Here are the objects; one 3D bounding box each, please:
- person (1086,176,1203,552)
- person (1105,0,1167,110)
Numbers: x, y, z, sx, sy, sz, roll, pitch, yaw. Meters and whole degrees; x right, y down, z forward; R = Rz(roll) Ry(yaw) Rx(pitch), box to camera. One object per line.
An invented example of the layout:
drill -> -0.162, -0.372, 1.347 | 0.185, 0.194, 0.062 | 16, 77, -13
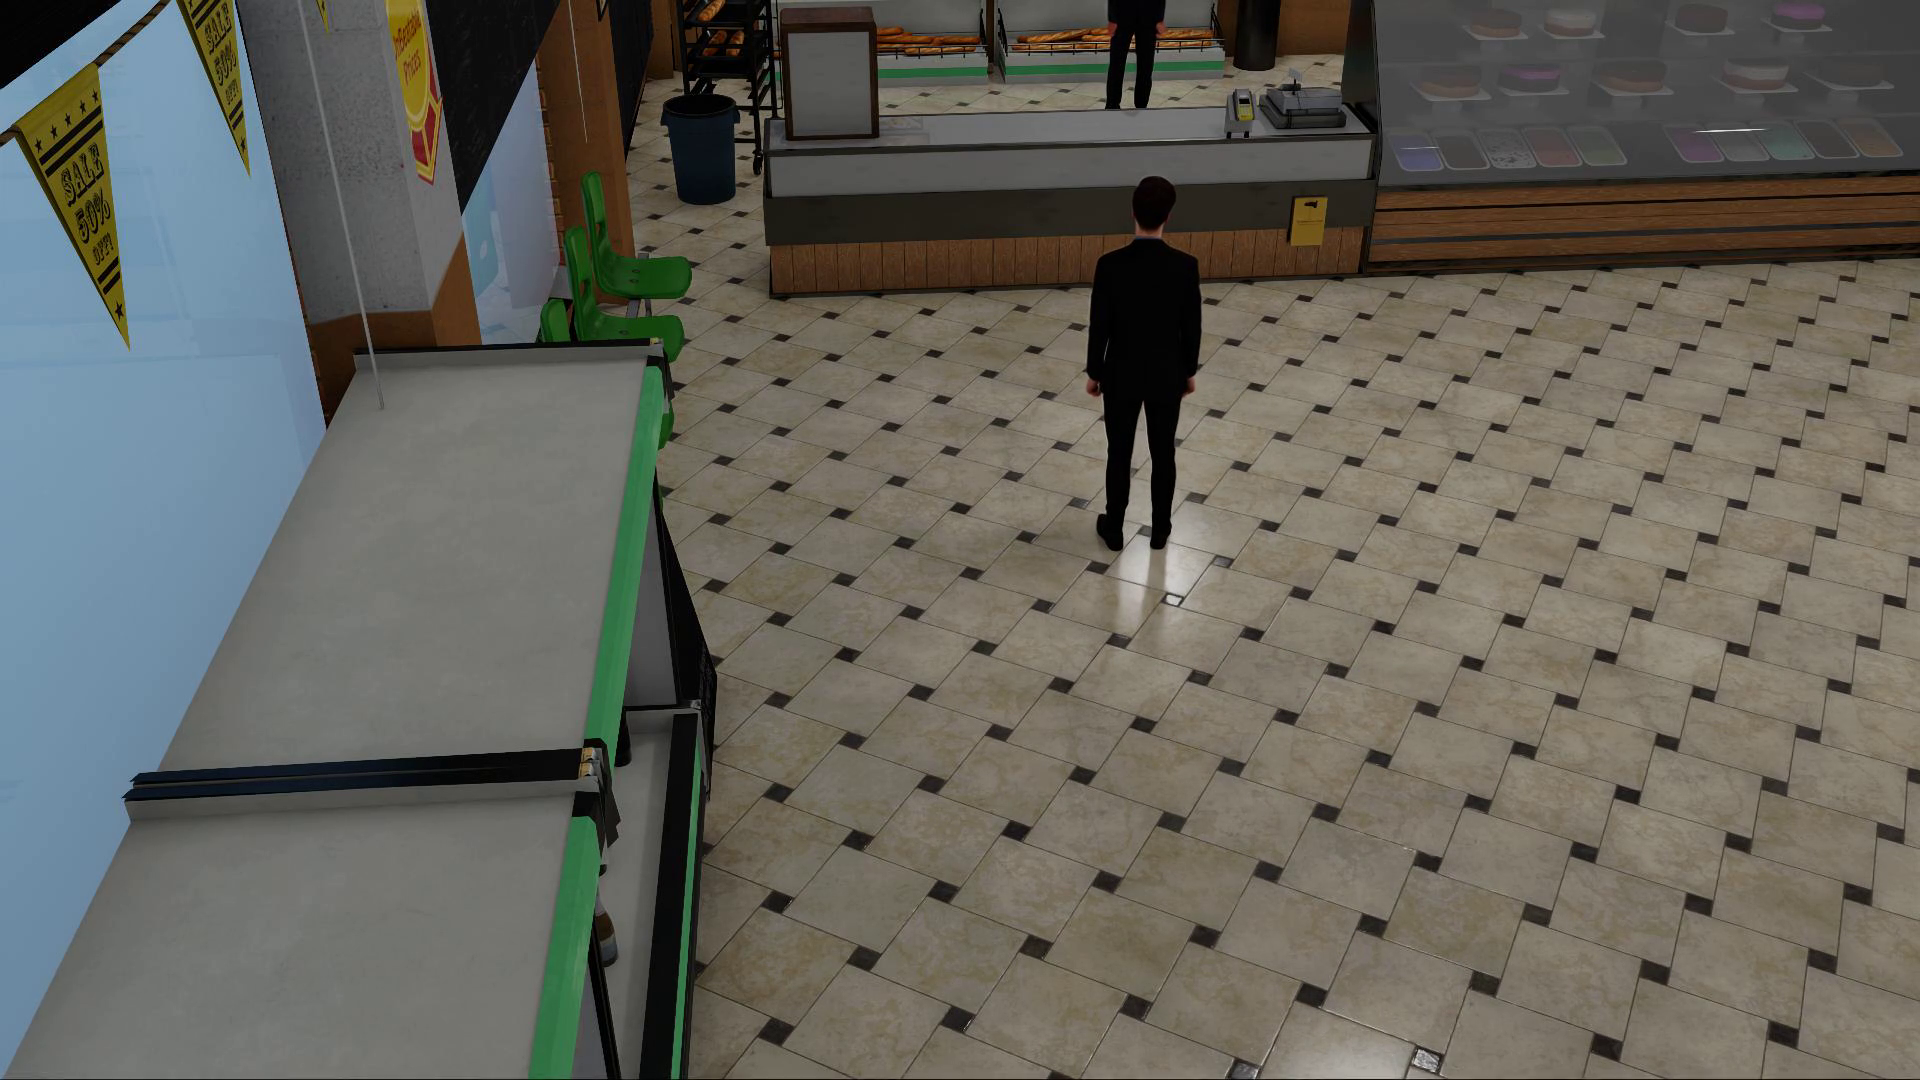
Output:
person -> 0.874, -0.806, 7.923 | 0.701, 1.894, 0.617 | 0, 32, 0
person -> 1.429, -4.246, 13.478 | 0.634, 1.867, 0.585 | -1, 32, -2
